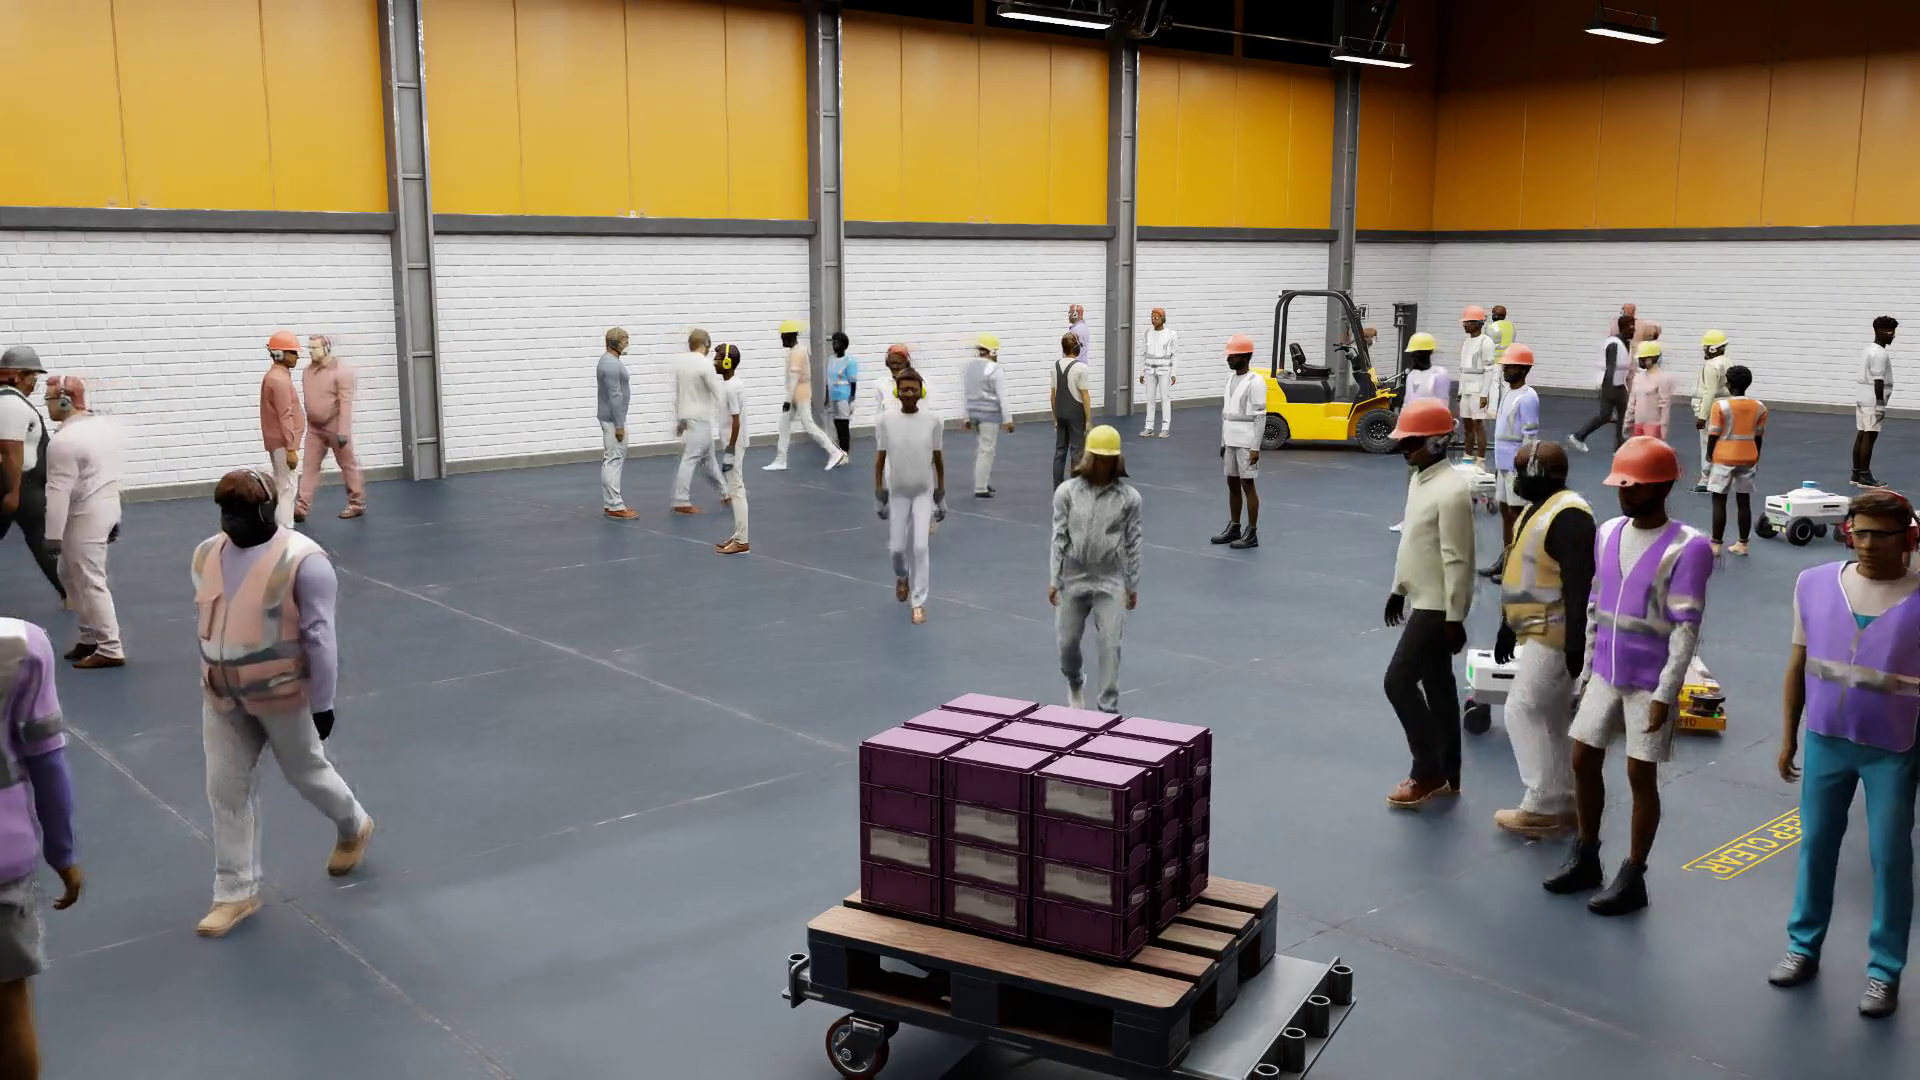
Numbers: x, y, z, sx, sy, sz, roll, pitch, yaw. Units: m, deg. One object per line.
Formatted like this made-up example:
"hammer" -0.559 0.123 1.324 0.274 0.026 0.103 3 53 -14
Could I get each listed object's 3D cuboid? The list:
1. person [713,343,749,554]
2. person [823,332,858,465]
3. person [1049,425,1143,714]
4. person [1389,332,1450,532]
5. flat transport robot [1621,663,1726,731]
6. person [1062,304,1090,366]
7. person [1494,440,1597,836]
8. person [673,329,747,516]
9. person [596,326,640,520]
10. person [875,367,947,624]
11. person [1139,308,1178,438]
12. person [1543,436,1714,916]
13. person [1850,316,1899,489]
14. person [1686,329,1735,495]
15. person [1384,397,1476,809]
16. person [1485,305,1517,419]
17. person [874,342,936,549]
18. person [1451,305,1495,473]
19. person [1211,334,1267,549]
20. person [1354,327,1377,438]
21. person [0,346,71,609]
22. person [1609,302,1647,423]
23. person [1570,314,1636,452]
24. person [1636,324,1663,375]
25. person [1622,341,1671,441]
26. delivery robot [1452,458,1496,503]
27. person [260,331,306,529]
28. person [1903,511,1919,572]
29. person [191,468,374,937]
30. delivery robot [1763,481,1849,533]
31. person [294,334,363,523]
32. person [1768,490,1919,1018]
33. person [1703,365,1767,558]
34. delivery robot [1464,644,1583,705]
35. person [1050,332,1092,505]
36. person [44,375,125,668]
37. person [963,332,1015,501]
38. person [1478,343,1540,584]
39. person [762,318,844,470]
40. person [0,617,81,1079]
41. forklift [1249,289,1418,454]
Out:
"person" -2.035 -0.807 14.761 0.327 1.874 0.517 -1 10 -4
"person" -1.519 -1.800 21.118 0.336 1.697 0.535 -8 13 -40
"person" 0.748 0.217 9.171 0.517 1.724 0.655 1 10 5
"person" 4.386 -1.014 15.827 0.471 1.915 0.643 -4 10 -20
"flat transport robot" 4.069 0.830 9.856 0.652 0.197 1.431 3 10 15
"person" 1.755 -2.627 25.314 0.409 1.907 0.650 2 10 11
"person" 2.679 0.455 7.624 0.484 1.800 0.704 2 10 10
"person" -2.572 -1.202 17.017 0.970 1.885 0.662 -7 12 -34
"person" -3.460 -1.173 16.722 0.372 1.934 0.627 -3 10 -17
"person" -0.349 -0.343 12.129 0.522 1.854 0.651 0 10 0
"person" 2.884 -2.431 24.229 0.584 1.882 0.339 6 11 32
"person" 2.687 0.547 6.662 0.412 1.930 0.562 -5 11 -27
"person" 10.437 -1.577 19.000 0.372 1.962 0.603 3 10 15
"person" 8.332 -1.419 18.458 0.403 1.833 0.586 9 13 42
"person" 2.221 0.302 7.983 0.557 1.974 0.642 1 10 6
"person" 8.710 -2.880 26.986 0.622 1.845 0.430 -6 11 -30
"person" -0.469 -0.870 15.136 0.608 1.868 0.647 4 11 23
"person" 6.189 -1.810 20.129 0.390 2.040 0.614 -2 10 -13
"person" 2.517 -0.889 15.046 0.369 1.935 0.552 -5 11 -25
"person" 5.827 -2.252 23.942 0.369 1.611 0.523 3 10 15
"person" -6.968 -0.457 12.217 0.693 2.000 0.996 9 13 42
"person" 10.509 -2.793 26.288 0.652 1.906 0.403 -2 10 -9
"person" 8.552 -2.039 21.930 0.599 1.891 0.808 -9 13 -43
"person" 10.232 -2.408 24.845 0.628 1.622 0.522 -3 10 -17
"person" 7.107 -1.184 17.277 0.386 1.752 0.555 -3 10 -15
"delivery robot" 5.226 -0.607 17.161 0.477 0.478 0.707 -3 10 -17
"person" -5.878 -0.827 14.521 0.390 1.990 0.623 -6 11 -30
"person" 5.038 0.410 8.475 0.570 1.583 0.789 9 13 41
"person" -2.767 0.596 6.732 0.632 1.815 0.869 2 10 14
"delivery robot" 7.831 -0.302 15.376 0.707 0.478 0.477 -3 10 -14
"person" -6.333 -1.096 16.472 0.673 1.855 0.960 4 11 23
"person" 3.197 0.729 5.863 0.391 1.839 0.565 -8 13 -41
"person" 6.781 -0.687 14.577 0.539 1.695 0.317 -2 10 -11
"delivery robot" 3.161 0.754 9.193 0.707 0.478 0.477 3 10 17
"person" 1.176 -1.262 17.500 0.508 1.847 0.345 9 13 42
"person" -5.668 -0.105 10.617 0.617 1.883 0.666 -1 10 -7
"person" 0.344 -1.332 18.001 0.579 1.814 0.607 -7 12 -34
"person" 4.453 -0.616 13.431 0.341 1.942 0.552 0 10 -2
"person" -1.925 -1.783 20.444 0.958 1.886 0.588 -2 10 -13
"person" -2.750 0.868 4.504 0.635 2.032 0.443 -6 11 -32
"forklift" 5.034 -2.339 22.783 2.313 2.155 1.214 3 10 16
